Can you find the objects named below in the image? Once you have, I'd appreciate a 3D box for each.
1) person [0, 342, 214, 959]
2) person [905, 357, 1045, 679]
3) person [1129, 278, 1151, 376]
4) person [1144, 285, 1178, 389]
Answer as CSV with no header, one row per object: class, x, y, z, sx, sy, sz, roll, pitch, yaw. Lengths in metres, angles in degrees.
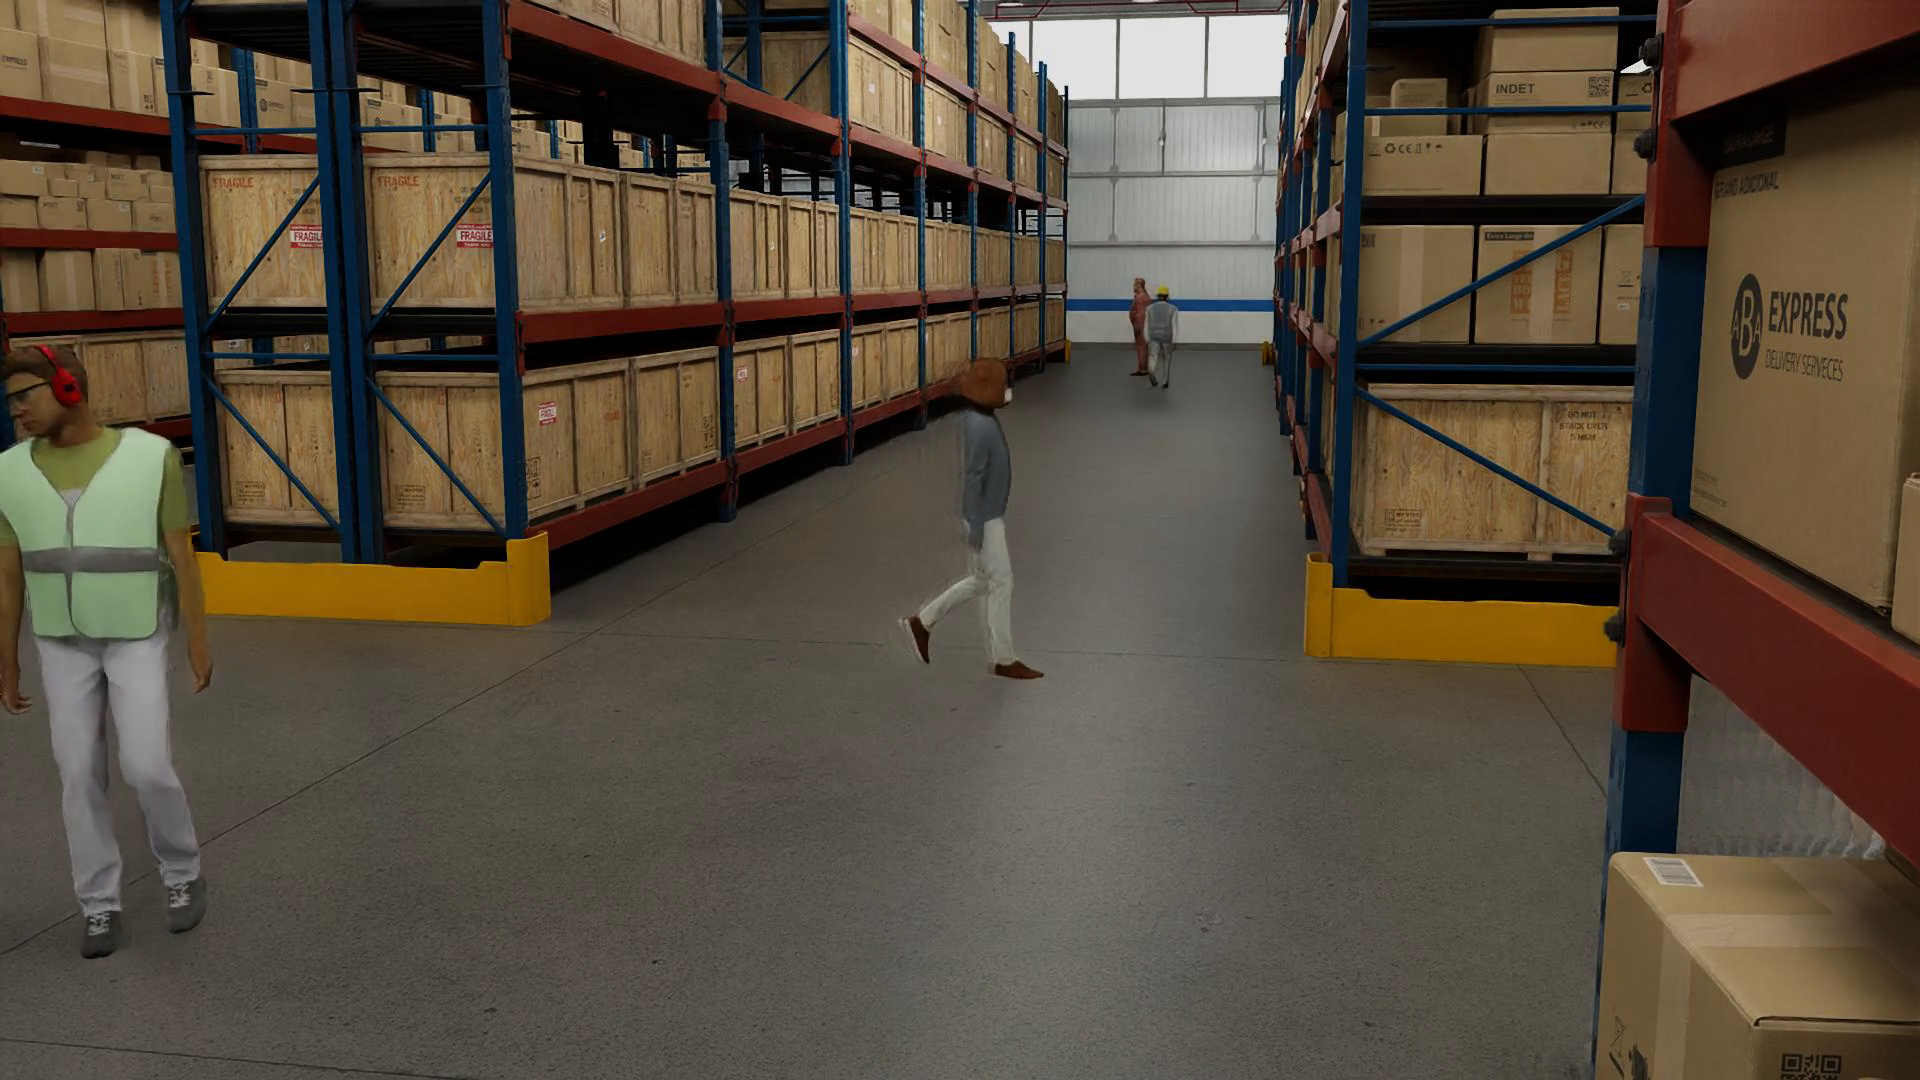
person,-2.572,0.320,4.993,0.613,1.814,0.455,-1,9,-6
person,0.066,-0.106,8.278,0.673,1.614,0.503,1,9,9
person,3.512,-4.171,32.580,0.399,1.907,0.644,3,10,18
person,3.452,-3.492,28.690,0.604,1.813,0.699,3,10,18
